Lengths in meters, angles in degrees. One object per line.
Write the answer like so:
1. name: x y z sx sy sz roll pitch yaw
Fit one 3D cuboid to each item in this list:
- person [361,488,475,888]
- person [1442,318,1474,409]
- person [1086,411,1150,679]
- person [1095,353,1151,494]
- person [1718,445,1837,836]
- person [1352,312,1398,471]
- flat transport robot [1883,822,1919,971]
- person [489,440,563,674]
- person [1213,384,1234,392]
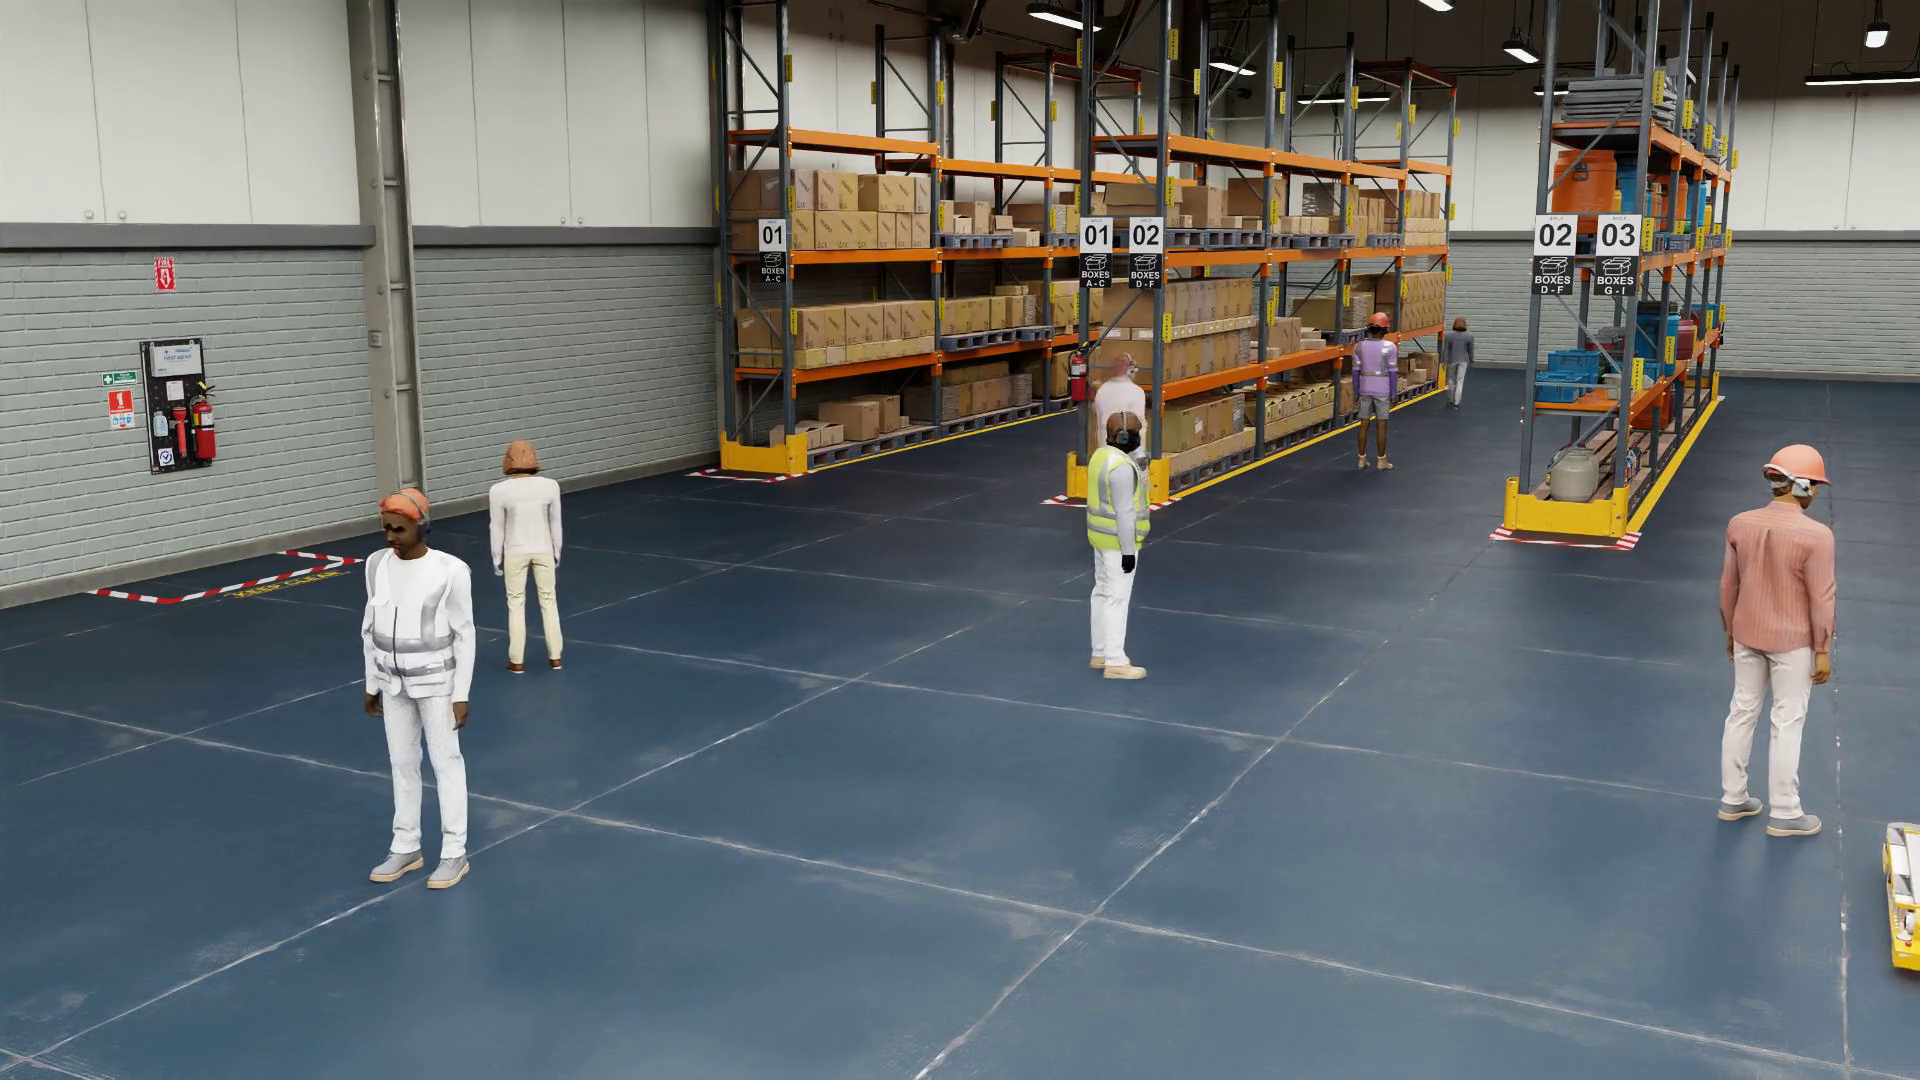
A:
1. person: -2.532 0.687 7.763 0.572 1.887 0.353 3 11 18
2. person: 8.765 -3.113 29.273 0.521 1.583 0.872 3 11 17
3. person: 1.095 0.028 11.486 0.429 1.839 0.634 -2 11 -12
4. person: 1.613 -0.879 16.273 0.419 1.892 0.673 -8 13 -37
5. person: 4.174 0.506 8.479 0.391 1.986 0.608 -5 12 -27
6. person: 5.377 -1.915 21.519 0.605 2.045 0.381 8 13 37
7. flat transport robot: 4.451 1.580 7.302 0.652 0.197 1.431 5 12 27
8. person: -3.017 0.113 11.616 0.503 1.624 0.302 -5 12 -26
9. person: 4.534 -3.222 28.942 0.611 1.942 0.733 7 13 35
